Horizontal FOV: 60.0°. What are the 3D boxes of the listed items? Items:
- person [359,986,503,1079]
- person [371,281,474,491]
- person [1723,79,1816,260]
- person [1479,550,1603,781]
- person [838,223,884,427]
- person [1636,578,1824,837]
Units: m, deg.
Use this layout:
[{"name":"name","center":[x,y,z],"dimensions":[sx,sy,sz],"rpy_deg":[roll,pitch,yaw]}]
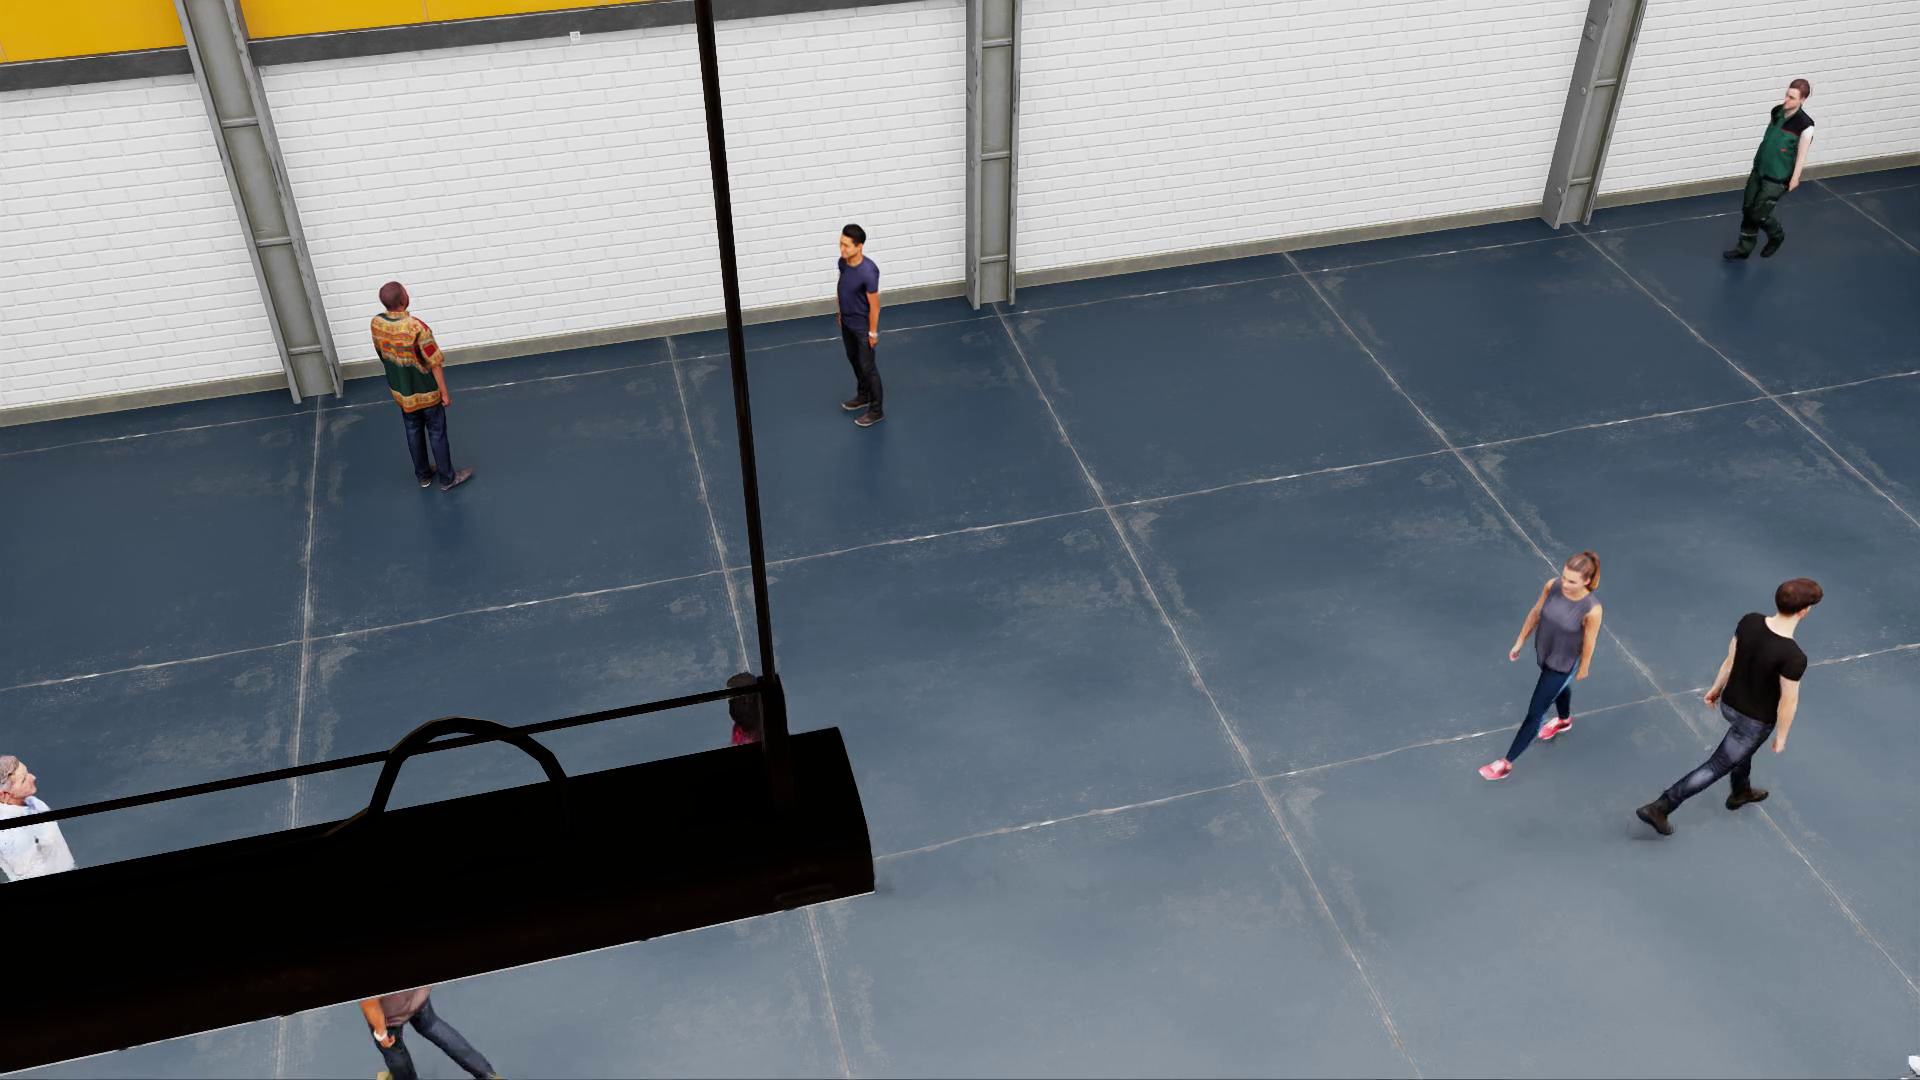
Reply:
[{"name":"person","center":[-2.749,2.321,8.371],"dimensions":[1.126,1.762,1.014],"rpy_deg":[14,41,17]},{"name":"person","center":[-4.154,-1.172,12.710],"dimensions":[0.791,1.806,0.880],"rpy_deg":[12,40,15]},{"name":"person","center":[7.654,-3.446,15.536],"dimensions":[0.759,1.831,0.660],"rpy_deg":[-11,40,-14]},{"name":"person","center":[3.804,0.717,10.451],"dimensions":[1.193,1.671,0.765],"rpy_deg":[-19,42,-22]},{"name":"person","center":[-0.804,-1.784,13.492],"dimensions":[0.681,1.785,0.723],"rpy_deg":[-25,45,-28]},{"name":"person","center":[4.601,1.043,9.893],"dimensions":[1.237,1.859,0.708],"rpy_deg":[-9,40,-12]}]
